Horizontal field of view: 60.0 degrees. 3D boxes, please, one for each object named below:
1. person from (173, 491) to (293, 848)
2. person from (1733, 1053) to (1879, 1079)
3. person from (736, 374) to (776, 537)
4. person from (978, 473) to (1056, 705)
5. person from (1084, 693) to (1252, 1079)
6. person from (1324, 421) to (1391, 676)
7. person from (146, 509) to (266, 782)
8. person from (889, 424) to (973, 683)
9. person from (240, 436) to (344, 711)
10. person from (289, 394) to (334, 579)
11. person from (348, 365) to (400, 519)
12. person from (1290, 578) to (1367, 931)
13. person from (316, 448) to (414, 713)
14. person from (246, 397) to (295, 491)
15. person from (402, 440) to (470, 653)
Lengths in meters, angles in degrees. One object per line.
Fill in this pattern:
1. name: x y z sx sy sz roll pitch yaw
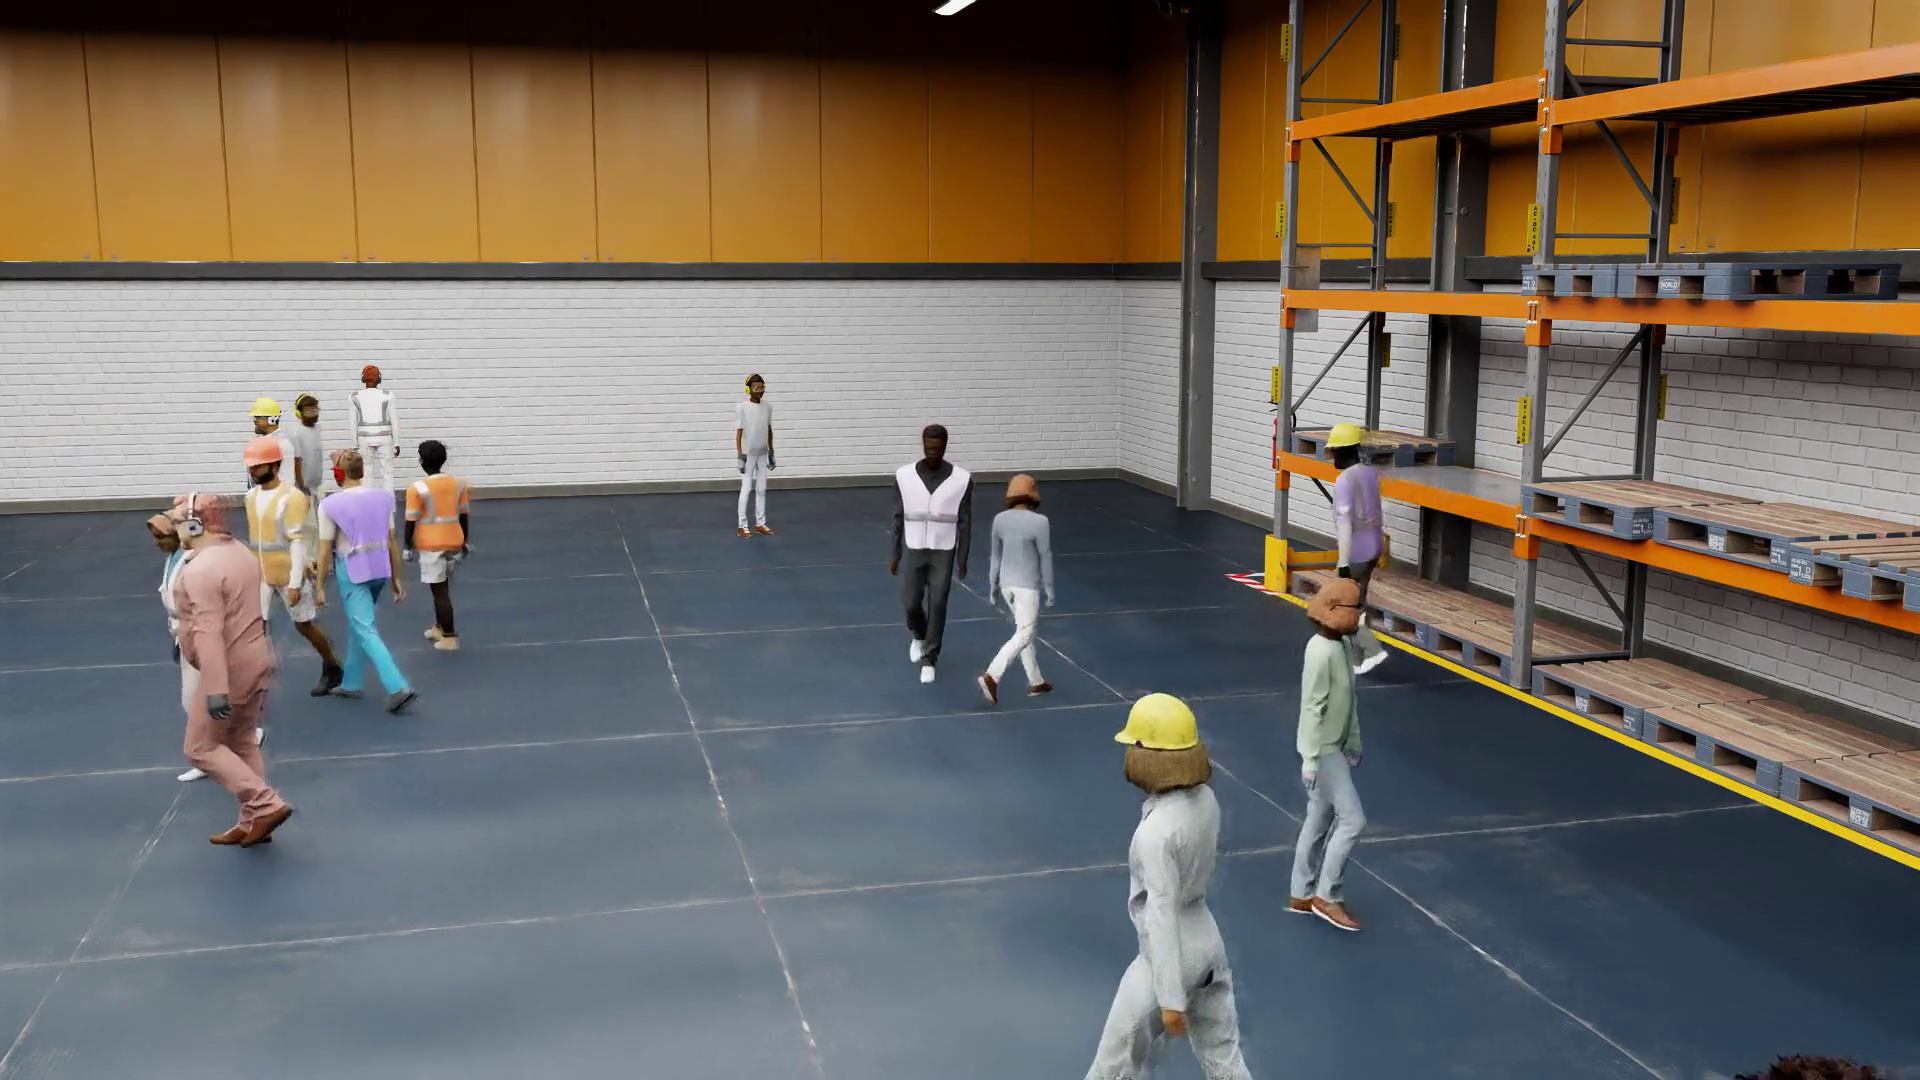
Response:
1. person: -3.759 0.686 8.533 0.447 1.883 0.708 -1 9 -5
2. person: 1.255 1.634 2.481 0.569 1.927 0.677 -3 9 -15
3. person: -2.319 -0.957 18.887 0.515 1.861 0.362 -8 12 -41
4. person: 0.376 0.338 11.579 0.525 1.598 0.745 9 13 44
5. person: 0.611 1.309 5.228 0.908 1.697 0.491 6 11 33
6. person: 2.909 0.079 12.252 0.512 1.903 0.631 7 12 38
7. person: -4.461 0.613 9.776 0.475 1.617 0.548 -7 12 -39
8. person: -0.209 0.079 12.265 0.620 1.897 0.539 1 9 3
9. person: -4.648 0.218 11.444 0.558 1.896 0.972 4 10 22
10. person: -6.322 -0.516 16.194 0.427 1.828 0.576 1 9 9
11. person: -7.064 -1.167 20.101 0.576 1.882 0.355 -2 9 -12
12. person: 1.737 0.971 7.574 0.506 1.614 0.520 4 10 23
13. person: -4.079 0.270 11.411 0.952 1.802 0.577 5 11 30
14. person: -6.459 -0.421 15.596 0.590 1.833 0.404 8 12 39
15. person: -4.206 0.041 13.167 0.683 1.671 0.553 6 11 34
